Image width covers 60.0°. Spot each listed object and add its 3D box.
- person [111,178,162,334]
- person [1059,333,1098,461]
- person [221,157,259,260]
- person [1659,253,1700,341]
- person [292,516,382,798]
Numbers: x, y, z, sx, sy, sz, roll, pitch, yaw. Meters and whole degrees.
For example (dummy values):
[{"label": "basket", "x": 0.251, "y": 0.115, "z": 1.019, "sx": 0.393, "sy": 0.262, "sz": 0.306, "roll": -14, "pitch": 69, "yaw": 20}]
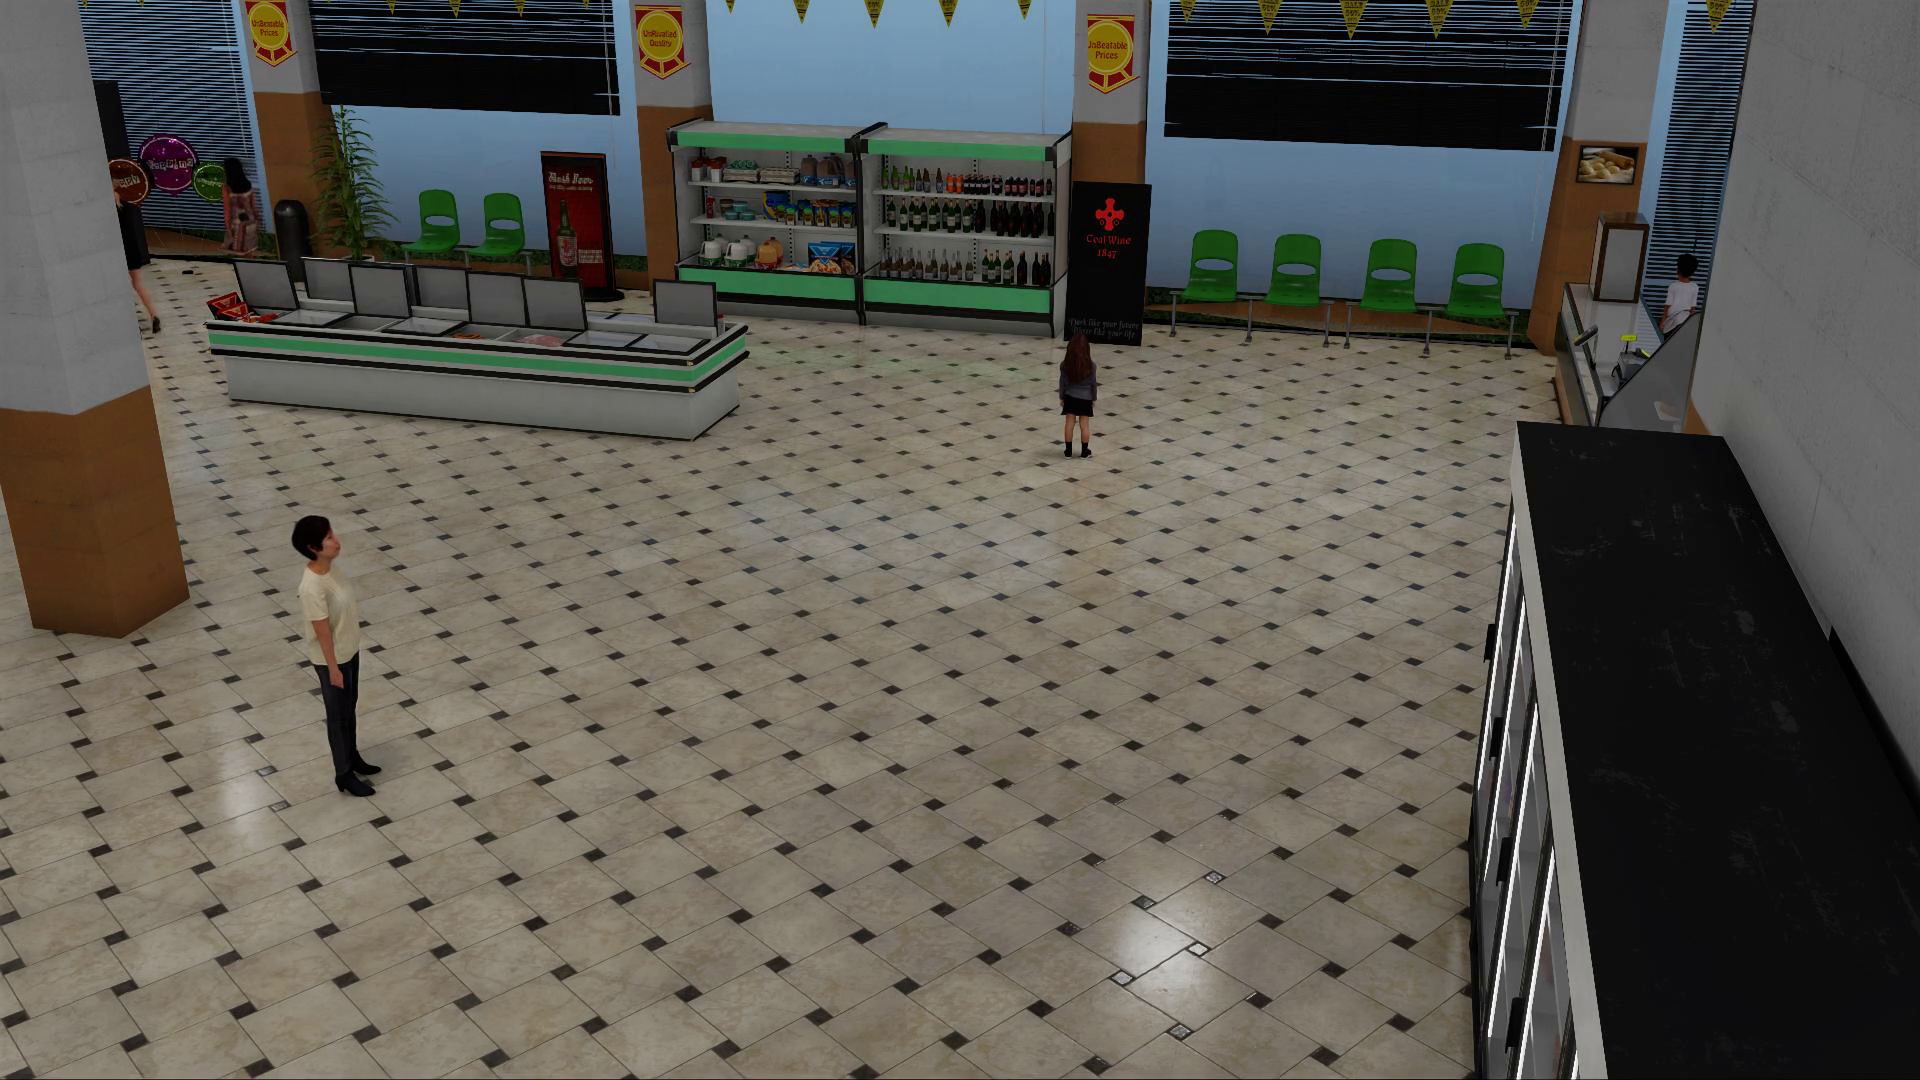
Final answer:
[{"label": "person", "x": -8.965, "y": -3.033, "z": 17.838, "sx": 0.597, "sy": 1.767, "sz": 0.590, "roll": 7, "pitch": 23, "yaw": 17}, {"label": "person", "x": 1.006, "y": -1.239, "z": 14.261, "sx": 0.406, "sy": 1.106, "sz": 0.556, "roll": 3, "pitch": 22, "yaw": 7}, {"label": "person", "x": -8.437, "y": -3.685, "z": 19.641, "sx": 0.916, "sy": 1.633, "sz": 0.790, "roll": 12, "pitch": 25, "yaw": 27}, {"label": "person", "x": 7.104, "y": -2.204, "z": 16.455, "sx": 0.524, "sy": 1.260, "sz": 0.620, "roll": -3, "pitch": 22, "yaw": -7}, {"label": "person", "x": -3.373, "y": 0.620, "z": 8.987, "sx": 0.627, "sy": 1.588, "sz": 0.658, "roll": -3, "pitch": 22, "yaw": -8}]
